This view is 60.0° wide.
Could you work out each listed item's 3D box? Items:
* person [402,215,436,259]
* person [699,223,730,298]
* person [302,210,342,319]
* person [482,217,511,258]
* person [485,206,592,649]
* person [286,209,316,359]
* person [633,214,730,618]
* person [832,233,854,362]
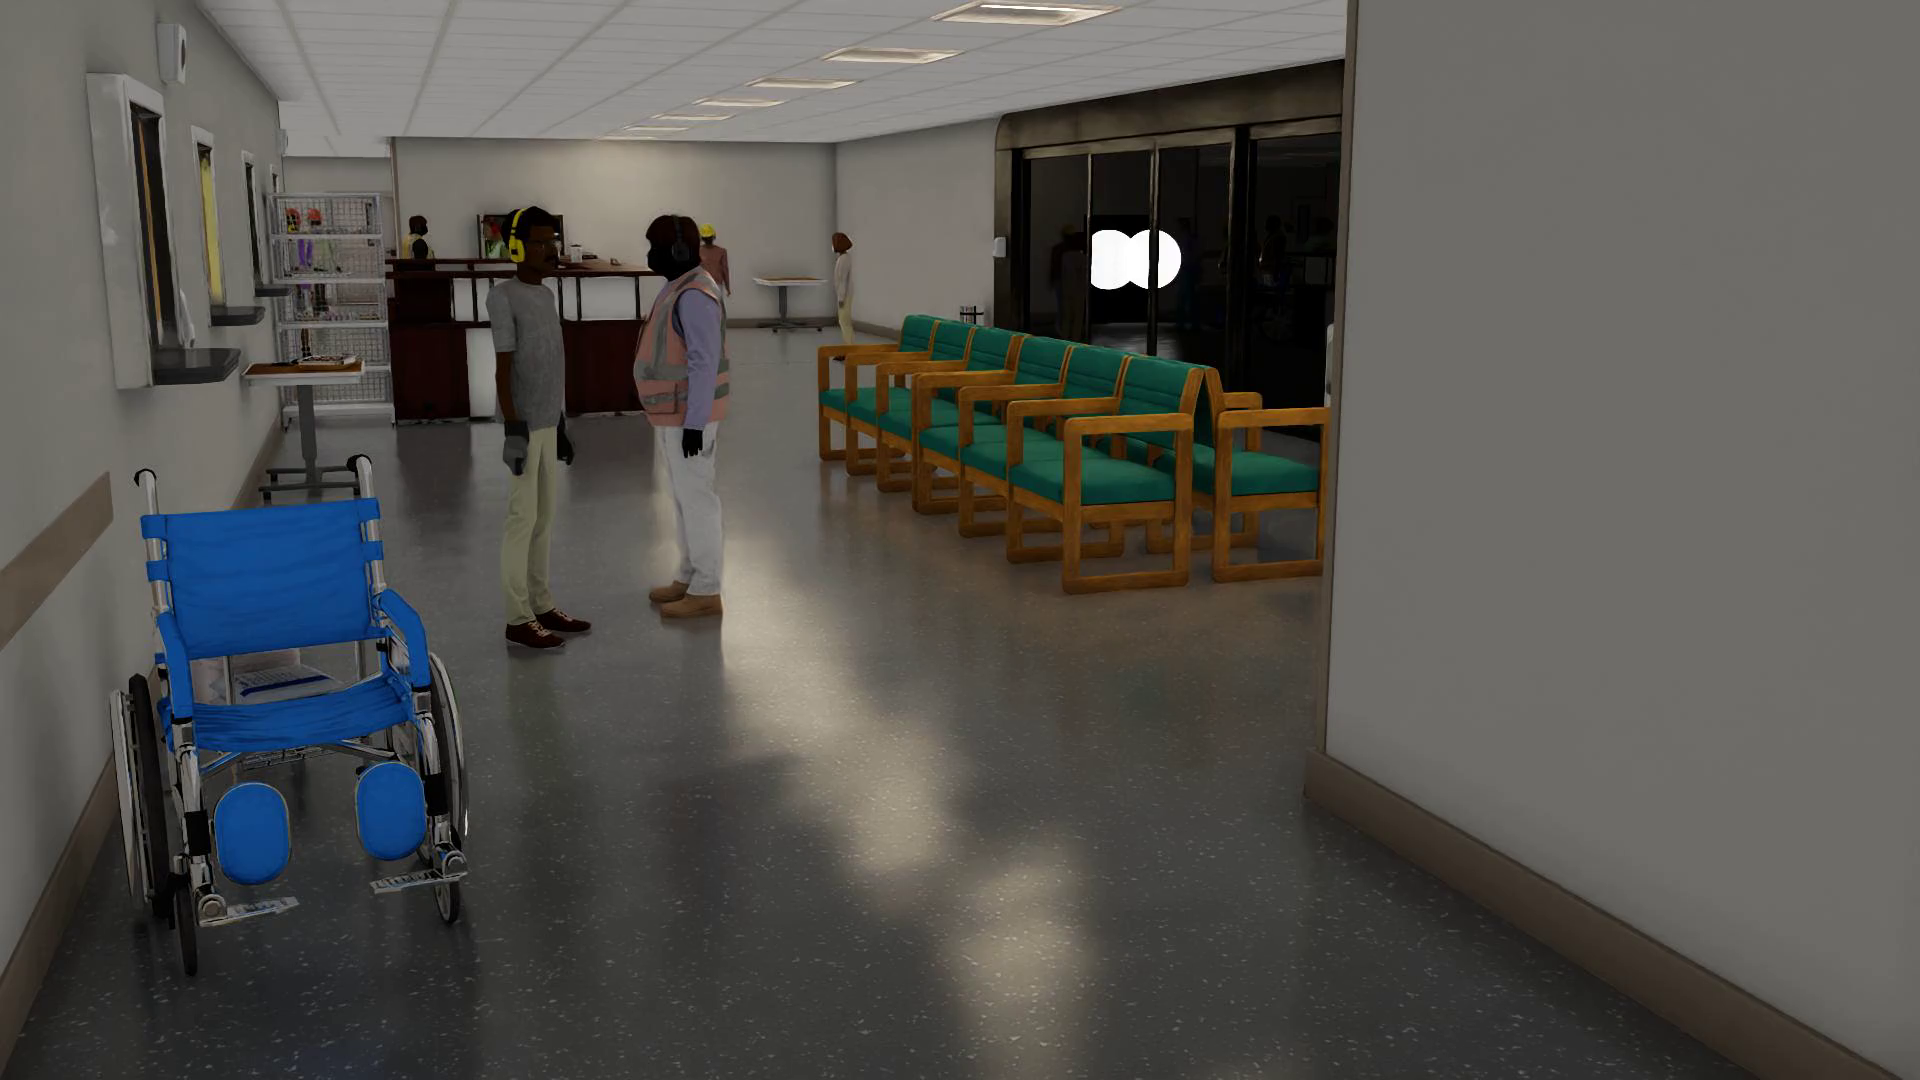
[{"bbox_3d":[-7.437,-3.549,22.972,0.429,1.844,0.622,-7,13,-33],"label":"person"},{"bbox_3d":[-3.566,-3.640,23.715,0.556,1.737,0.671,-2,11,-11],"label":"person"},{"bbox_3d":[-11.171,-4.789,29.082,1.030,1.940,0.609,9,14,39],"label":"person"},{"bbox_3d":[-5.641,-3.052,20.484,0.596,1.814,0.652,-5,12,-24],"label":"person"},{"bbox_3d":[-1.815,-0.481,7.150,0.327,1.874,0.521,2,11,11],"label":"person"},{"bbox_3d":[-8.294,-3.155,20.722,0.542,1.930,0.366,-9,14,-39],"label":"person"},{"bbox_3d":[-1.280,-0.566,7.666,0.429,1.840,0.637,-3,12,-17],"label":"person"},{"bbox_3d":[-1.490,-3.092,21.193,0.285,1.627,0.504,0,11,1],"label":"person"}]
